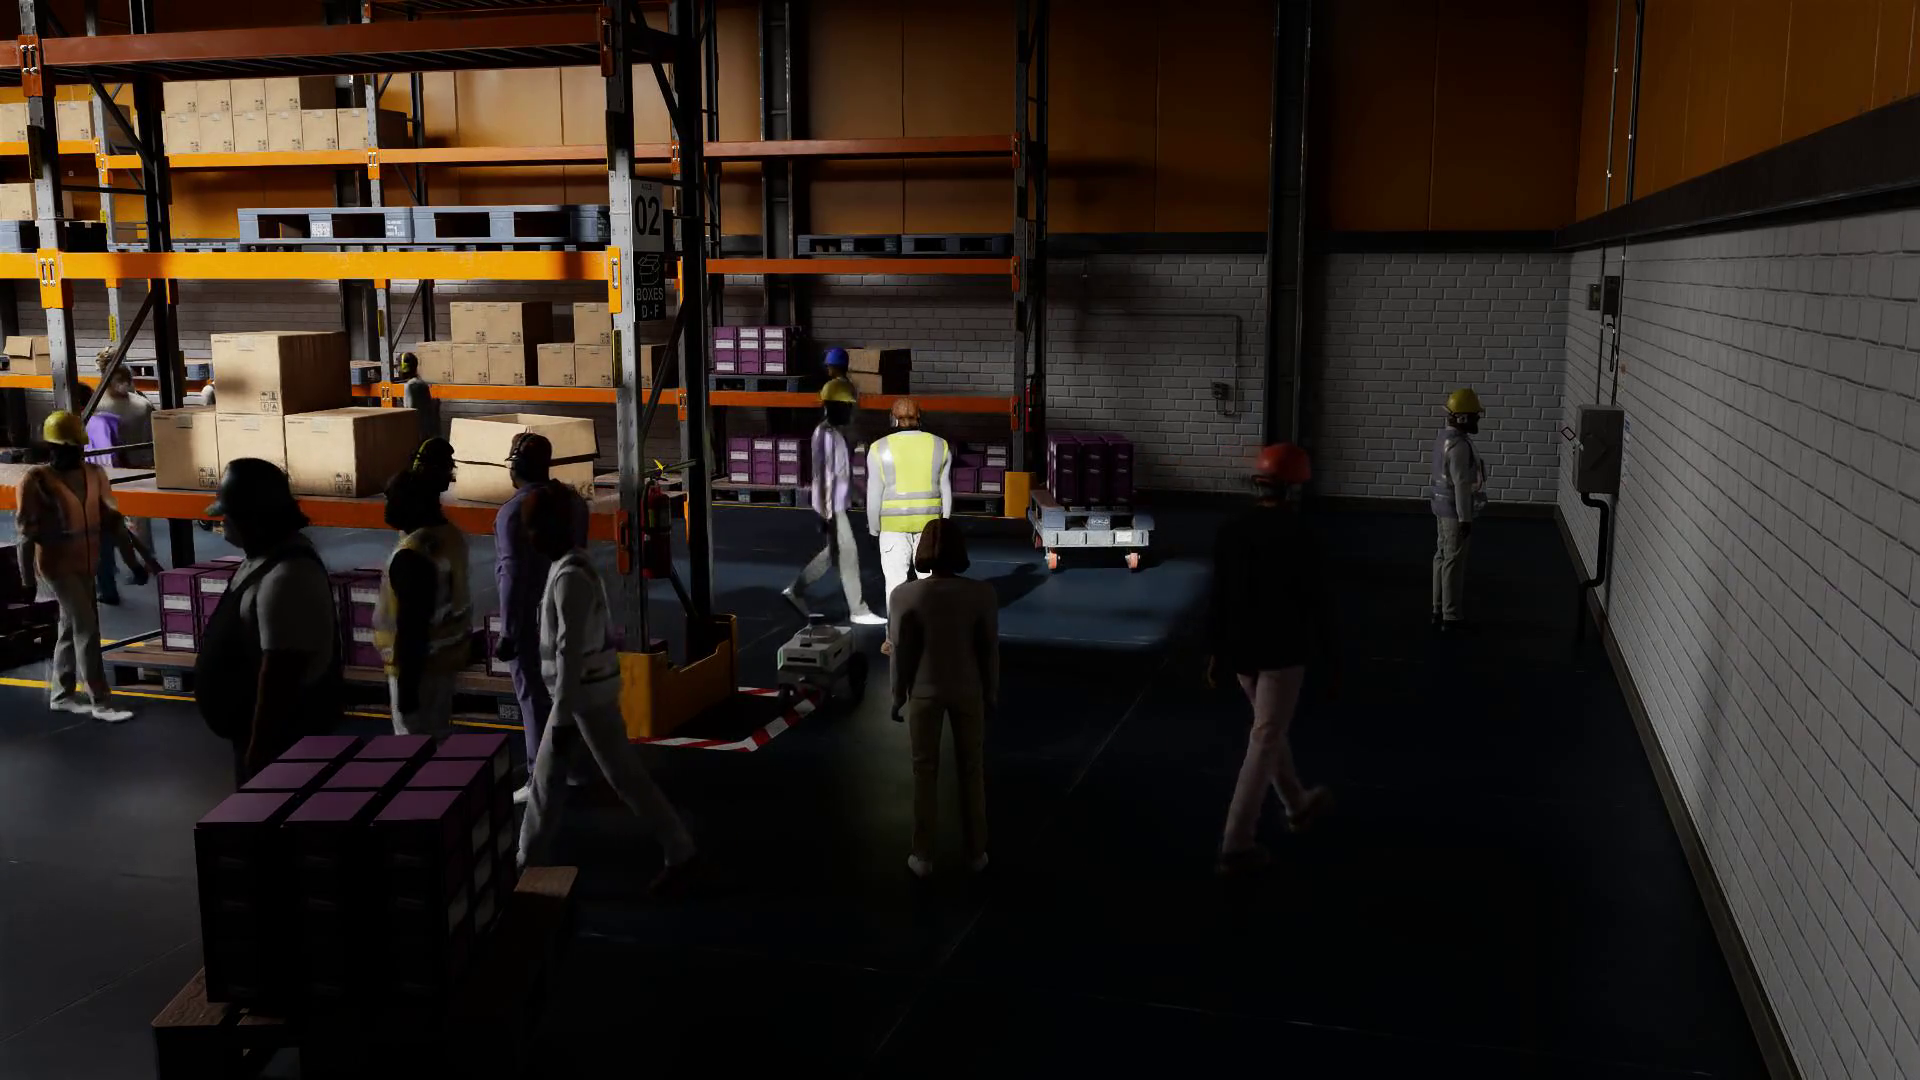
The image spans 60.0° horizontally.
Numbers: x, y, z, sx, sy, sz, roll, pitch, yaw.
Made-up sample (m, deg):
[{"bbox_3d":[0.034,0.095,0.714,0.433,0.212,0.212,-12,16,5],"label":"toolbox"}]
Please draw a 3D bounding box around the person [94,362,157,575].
[{"bbox_3d":[-7.477,-0.637,14.843,0.554,1.936,0.640,9,13,42],"label":"person"}]

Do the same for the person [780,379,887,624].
[{"bbox_3d":[-0.983,-0.293,12.778,0.823,1.903,0.599,0,9,2],"label":"person"}]

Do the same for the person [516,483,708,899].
[{"bbox_3d":[-1.587,0.665,7.157,1.011,1.844,0.623,-3,10,-16],"label":"person"}]

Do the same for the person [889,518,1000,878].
[{"bbox_3d":[-0.070,0.709,7.477,0.499,1.633,0.282,-1,9,-4],"label":"person"}]

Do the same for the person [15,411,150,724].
[{"bbox_3d":[-5.260,0.167,10.022,0.853,1.887,0.609,2,10,14],"label":"person"}]

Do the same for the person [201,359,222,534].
[{"bbox_3d":[-7.585,-0.979,17.143,0.344,1.841,0.507,0,9,2],"label":"person"}]

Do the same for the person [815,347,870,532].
[{"bbox_3d":[-1.135,-1.004,17.016,0.695,1.932,0.605,2,9,9],"label":"person"}]

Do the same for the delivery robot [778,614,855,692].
[{"bbox_3d":[-0.899,0.708,10.467,0.477,0.478,0.707,1,9,11],"label":"delivery robot"}]

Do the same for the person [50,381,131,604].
[{"bbox_3d":[-7.172,-0.400,13.667,0.801,1.809,0.590,8,12,39],"label":"person"}]

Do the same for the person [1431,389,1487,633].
[{"bbox_3d":[3.769,-0.227,12.578,0.403,1.833,0.591,0,9,2],"label":"person"}]

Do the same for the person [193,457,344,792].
[{"bbox_3d":[-2.685,0.670,6.481,0.535,2.000,0.716,-4,10,-25],"label":"person"}]

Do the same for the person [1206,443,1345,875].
[{"bbox_3d":[1.513,0.518,7.711,0.992,1.936,0.637,-7,12,-37],"label":"person"}]

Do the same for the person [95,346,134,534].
[{"bbox_3d":[-8.643,-1.020,17.092,0.355,1.938,0.636,-2,10,-14],"label":"person"}]

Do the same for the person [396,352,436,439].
[{"bbox_3d":[-5.922,-1.094,17.880,0.916,1.821,0.534,2,9,11],"label":"person"}]

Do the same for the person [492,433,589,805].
[{"bbox_3d":[-2.168,0.402,8.526,0.403,1.906,0.651,4,10,23],"label":"person"}]

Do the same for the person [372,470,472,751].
[{"bbox_3d":[-2.494,0.581,7.760,0.429,1.824,0.693,0,9,-1],"label":"person"}]

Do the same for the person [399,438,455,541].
[{"bbox_3d":[-2.744,0.395,8.703,0.335,1.864,0.521,-1,9,-8],"label":"person"}]

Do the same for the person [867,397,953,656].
[{"bbox_3d":[-0.360,-0.088,11.722,0.619,1.839,0.430,-2,10,-14],"label":"person"}]
